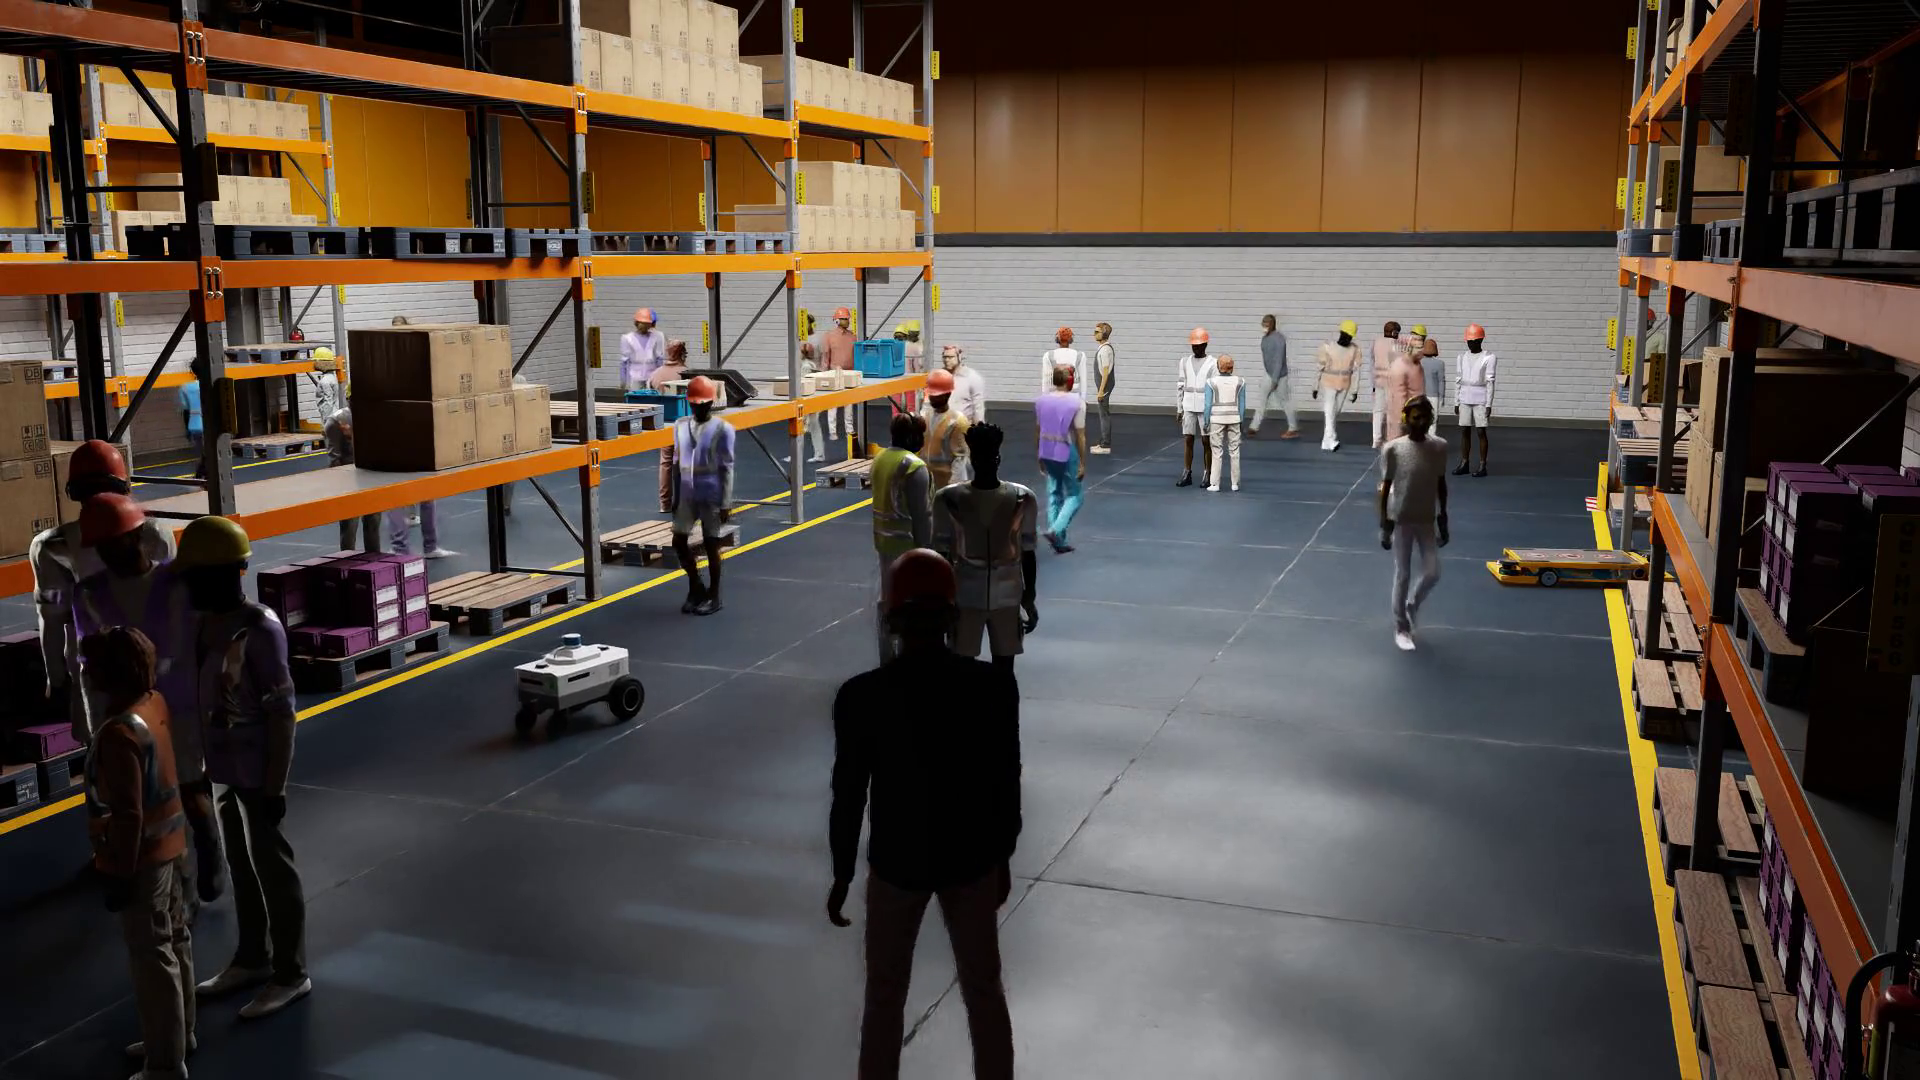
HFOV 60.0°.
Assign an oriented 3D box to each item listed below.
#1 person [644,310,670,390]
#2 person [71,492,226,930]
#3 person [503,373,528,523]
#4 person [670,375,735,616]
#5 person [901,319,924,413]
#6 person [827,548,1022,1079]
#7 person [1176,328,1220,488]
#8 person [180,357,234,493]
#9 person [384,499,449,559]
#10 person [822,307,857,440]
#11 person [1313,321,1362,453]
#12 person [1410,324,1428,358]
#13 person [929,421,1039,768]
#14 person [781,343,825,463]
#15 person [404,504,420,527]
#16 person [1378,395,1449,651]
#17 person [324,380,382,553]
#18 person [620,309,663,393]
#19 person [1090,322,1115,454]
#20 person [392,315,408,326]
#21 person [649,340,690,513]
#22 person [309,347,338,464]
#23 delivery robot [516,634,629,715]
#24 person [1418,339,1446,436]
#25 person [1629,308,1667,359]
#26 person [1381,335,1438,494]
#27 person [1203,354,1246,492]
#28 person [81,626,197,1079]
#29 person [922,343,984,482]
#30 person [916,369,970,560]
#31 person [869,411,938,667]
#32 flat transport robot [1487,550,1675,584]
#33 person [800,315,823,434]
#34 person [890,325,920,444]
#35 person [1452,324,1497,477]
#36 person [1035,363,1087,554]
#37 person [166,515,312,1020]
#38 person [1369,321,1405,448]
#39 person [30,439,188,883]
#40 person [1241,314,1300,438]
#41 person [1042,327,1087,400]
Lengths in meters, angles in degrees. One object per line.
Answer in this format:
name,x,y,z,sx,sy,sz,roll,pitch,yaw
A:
person,-4.709,-2.590,25.715,0.616,1.929,0.649,-9,13,-40
person,-3.417,0.728,7.073,0.586,1.913,0.477,-2,10,-11
person,-4.874,-1.135,17.614,0.629,1.908,0.962,-5,11,-24
person,-2.039,-0.339,13.076,0.567,1.914,0.462,4,11,22
person,-0.757,-2.525,25.704,0.603,1.801,0.696,-1,10,-7
person,-0.101,1.006,5.327,0.618,1.992,0.393,-2,10,-14
person,2.868,-1.588,20.059,0.552,1.934,0.364,5,11,27
person,-8.518,-1.247,18.851,0.538,1.684,0.369,4,11,23
person,-5.108,-0.718,15.395,0.739,1.862,0.410,-6,11,-29
person,-1.773,-2.498,25.012,0.622,1.994,0.379,-6,11,-28
person,5.339,-2.160,23.514,0.649,1.849,1.006,0,10,-2
person,6.689,-2.272,24.392,0.317,1.766,0.535,-8,13,-38
person,0.137,0.317,9.243,0.613,1.964,0.361,-1,10,-6
person,-2.132,-1.827,22.301,0.685,1.614,0.538,1,10,3
person,-5.839,-1.068,17.337,0.520,1.864,0.333,5,11,25
person,3.287,-0.123,12.018,0.554,1.858,0.406,-1,10,-7
person,-5.135,-0.508,14.298,0.403,1.823,0.588,7,12,33
person,-4.601,-2.361,24.263,0.675,1.985,0.974,-4,11,-21
person,2.001,-2.129,23.362,0.343,1.846,0.507,1,10,6
person,-8.018,-2.277,23.976,0.649,1.920,0.440,1,10,6
person,-3.058,-1.223,18.125,0.636,1.899,0.402,5,11,28
person,-7.382,-1.364,19.373,0.323,1.745,0.523,-3,10,-15
delivery robot,-2.357,0.816,10.144,0.477,0.478,0.707,6,12,31
person,6.473,-1.964,23.028,0.507,1.633,0.280,8,13,37
person,10.284,-2.491,25.012,0.406,1.982,0.614,-8,13,-39
person,5.321,-1.441,19.382,0.850,1.872,0.683,8,13,39
person,3.133,-1.380,19.718,0.514,1.642,0.314,-1,10,-6
person,-2.842,1.097,5.770,0.307,1.640,0.520,-3,10,-14
person,-0.103,-1.155,17.756,0.647,1.886,0.515,5,11,28
person,-0.193,-0.456,13.730,0.569,1.924,0.441,9,13,41
person,-0.360,0.058,11.089,0.429,1.836,0.629,-6,12,-30
flat transport robot,5.391,0.232,14.494,1.431,0.197,0.652,1,10,7
person,-2.384,-2.560,25.780,0.537,1.843,0.775,7,12,33
person,-0.849,-2.270,24.394,0.523,1.763,0.329,-1,10,-8
person,6.487,-1.758,21.039,0.382,1.933,0.542,-10,14,-43
person,0.939,-0.752,15.649,0.579,1.828,0.513,8,13,38
person,-2.741,0.856,6.321,0.590,1.926,0.388,9,13,41
person,6.164,-2.216,23.878,0.429,1.838,0.621,-7,12,-33
person,-3.900,0.557,7.673,0.605,2.045,0.379,-6,12,-32
person,4.712,-2.458,25.089,1.020,1.877,0.653,-3,11,-18
person,1.339,-1.800,21.396,0.584,1.882,0.339,-1,10,-8
